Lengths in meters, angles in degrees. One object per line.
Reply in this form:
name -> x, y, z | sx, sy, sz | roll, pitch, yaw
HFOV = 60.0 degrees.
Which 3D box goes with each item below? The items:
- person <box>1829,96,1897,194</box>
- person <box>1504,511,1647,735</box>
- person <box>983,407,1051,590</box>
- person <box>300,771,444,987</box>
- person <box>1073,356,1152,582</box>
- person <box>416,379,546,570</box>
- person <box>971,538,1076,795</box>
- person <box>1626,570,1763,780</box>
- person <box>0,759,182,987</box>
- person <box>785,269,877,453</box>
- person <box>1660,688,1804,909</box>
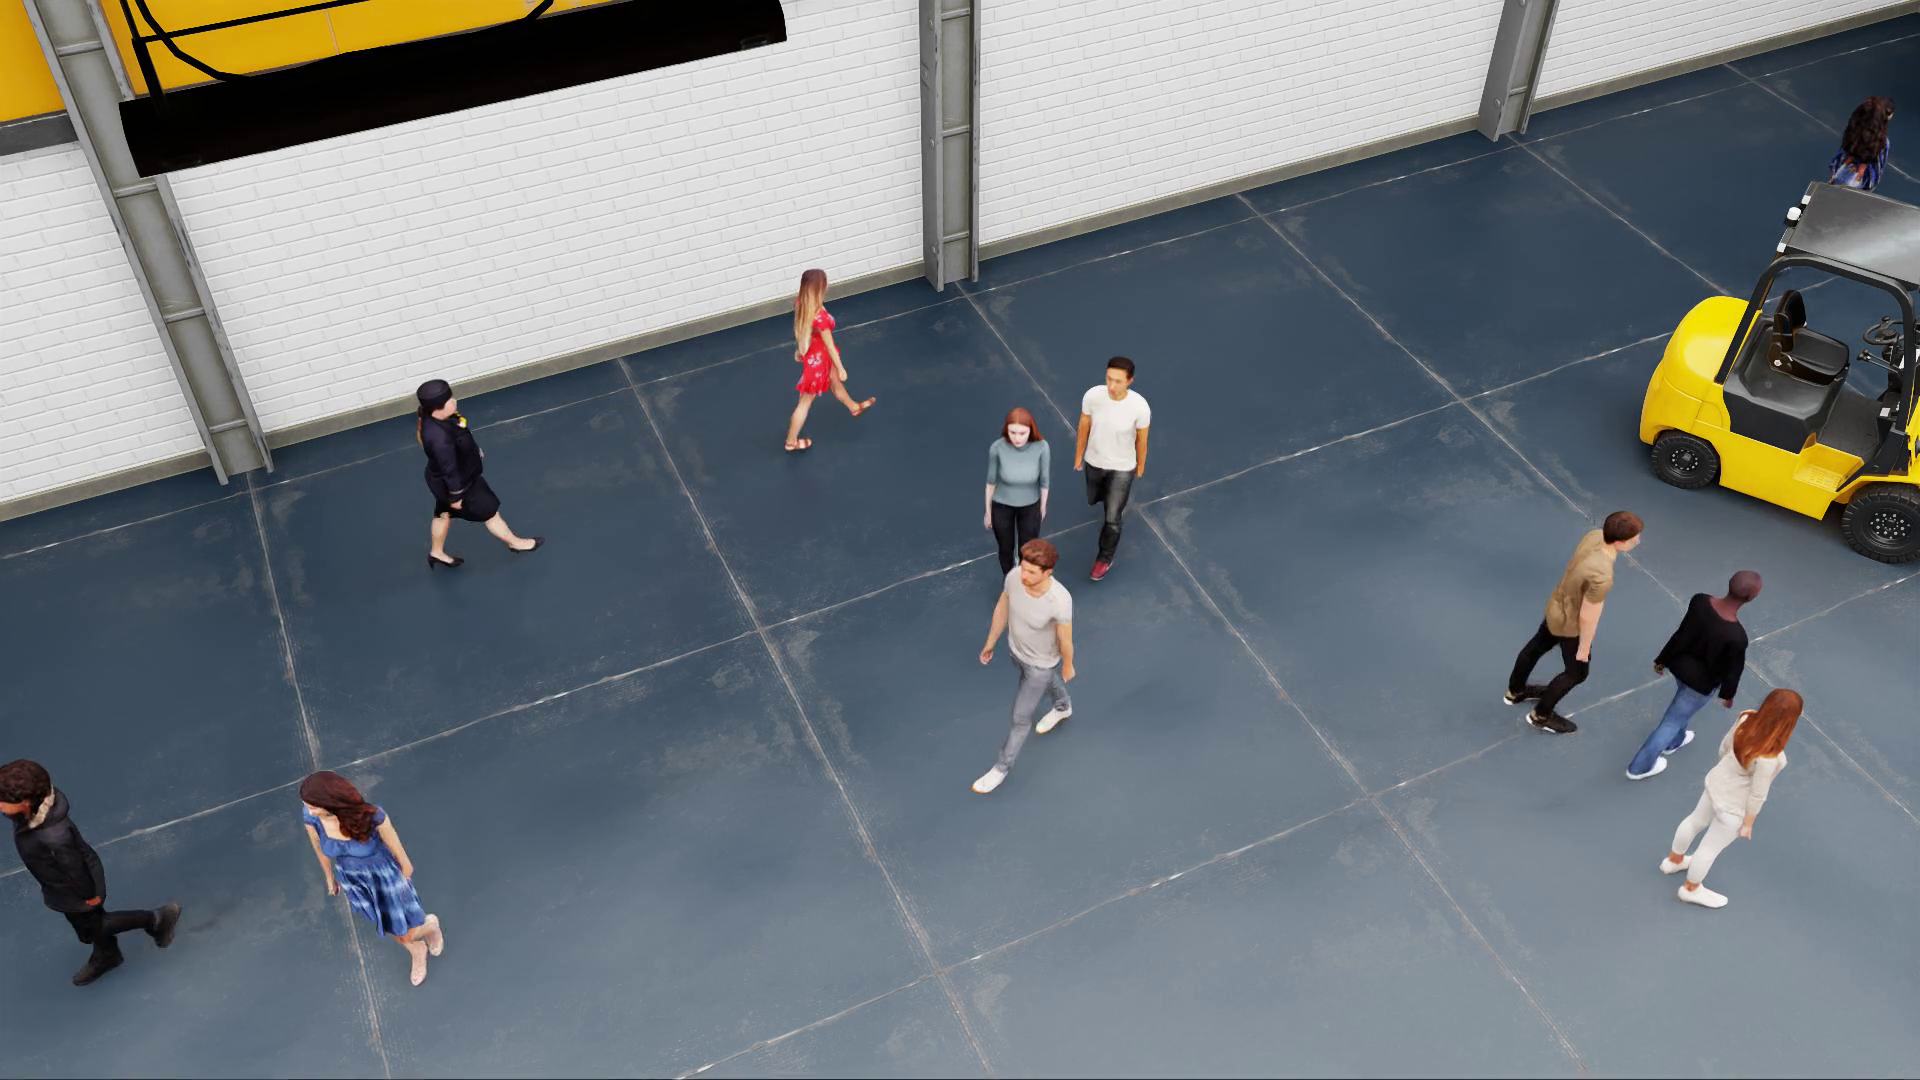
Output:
person -> 7.594, -3.032, 14.248 | 0.880, 1.602, 0.651 | -15, 46, -15
person -> 3.778, 0.478, 10.392 | 0.862, 1.840, 0.812 | 5, 44, 5
person -> 0.377, -0.263, 11.249 | 0.722, 1.732, 0.785 | 4, 44, 4
person -> -3.166, 1.796, 9.052 | 0.816, 1.780, 0.892 | 2, 44, 2
person -> 1.088, -0.604, 11.569 | 1.038, 1.782, 1.136 | 18, 46, 18
person -> -3.554, -0.393, 11.459 | 1.041, 1.630, 0.705 | -16, 46, -16
person -> 0.511, 0.652, 10.206 | 1.274, 1.844, 0.879 | -30, 51, -28
person -> 4.376, 0.850, 10.081 | 0.819, 1.731, 0.641 | -16, 46, -16
person -> -4.781, 1.781, 9.078 | 0.970, 1.766, 0.783 | -33, 52, -29
person -> -1.158, -1.305, 12.474 | 1.079, 1.550, 0.652 | -23, 48, -22
person -> 4.382, 1.446, 9.471 | 0.671, 1.710, 0.682 | -1, 44, -1
